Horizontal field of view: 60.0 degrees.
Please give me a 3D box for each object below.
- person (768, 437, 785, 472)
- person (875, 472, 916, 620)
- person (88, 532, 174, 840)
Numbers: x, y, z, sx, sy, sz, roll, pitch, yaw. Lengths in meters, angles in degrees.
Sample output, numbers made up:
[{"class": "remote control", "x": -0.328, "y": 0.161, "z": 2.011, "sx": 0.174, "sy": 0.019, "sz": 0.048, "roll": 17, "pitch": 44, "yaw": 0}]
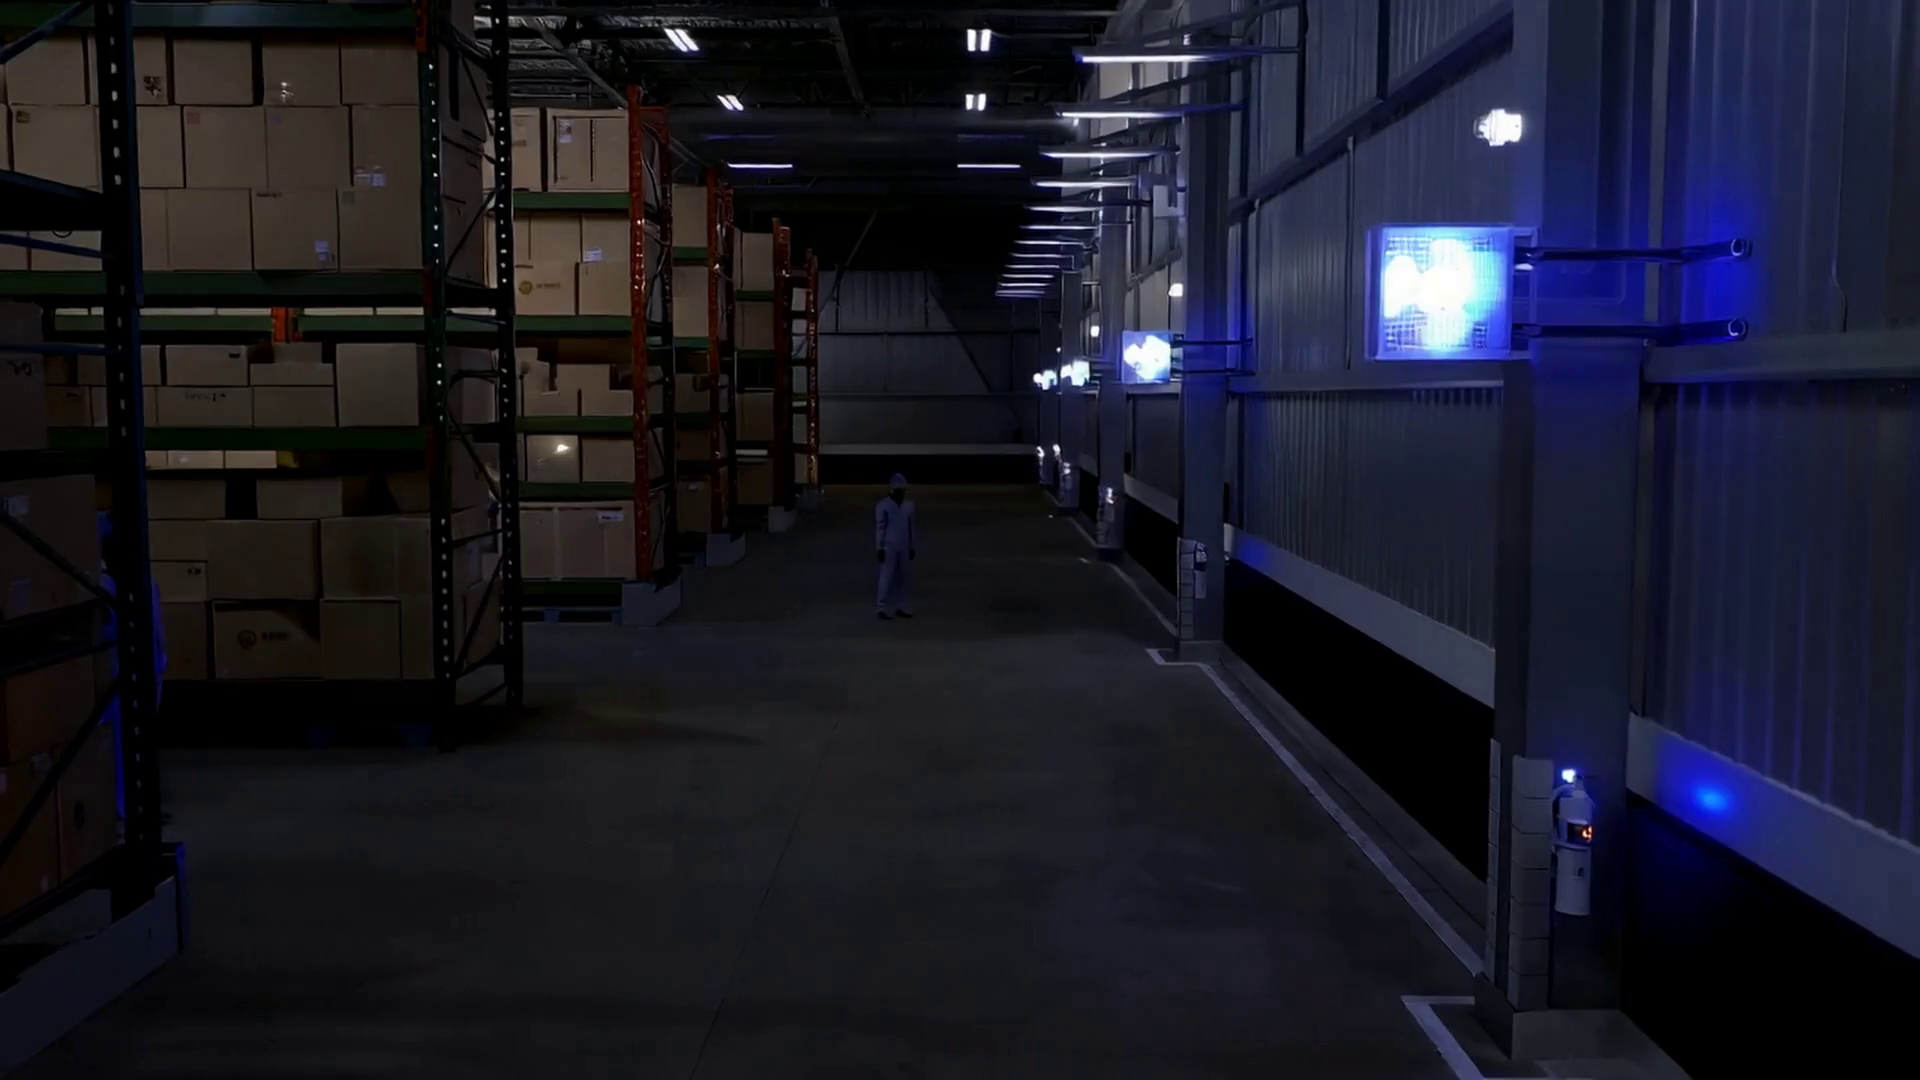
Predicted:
[{"class": "person", "x": -4.599, "y": -1.907, "z": 41.776, "sx": 0.496, "sy": 1.893, "sz": 0.671, "roll": 1, "pitch": 5, "yaw": 7}, {"class": "person", "x": -0.736, "y": 0.074, "z": 19.603, "sx": 0.576, "sy": 1.743, "sz": 0.354, "roll": -4, "pitch": 6, "yaw": -40}, {"class": "person", "x": -4.982, "y": 0.852, "z": 9.973, "sx": 0.429, "sy": 1.841, "sz": 0.633, "roll": 1, "pitch": 5, "yaw": 9}]
